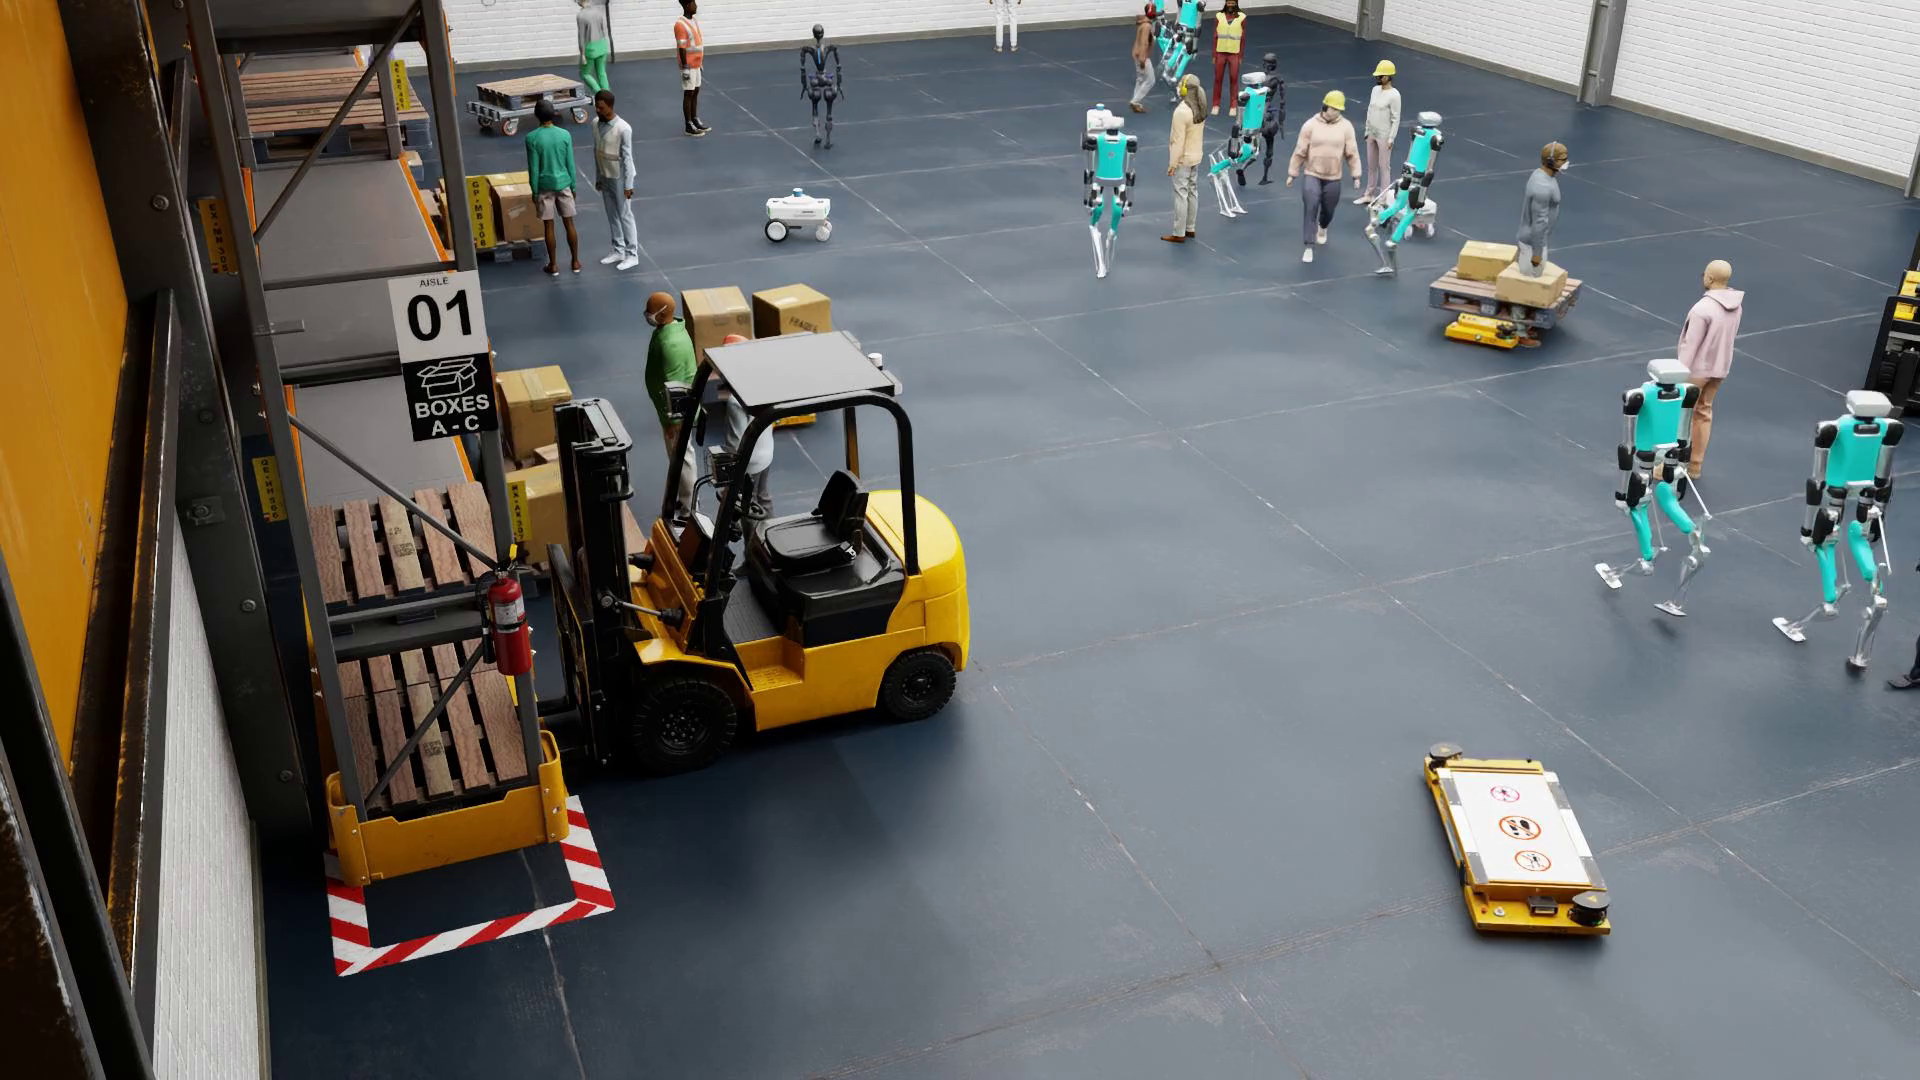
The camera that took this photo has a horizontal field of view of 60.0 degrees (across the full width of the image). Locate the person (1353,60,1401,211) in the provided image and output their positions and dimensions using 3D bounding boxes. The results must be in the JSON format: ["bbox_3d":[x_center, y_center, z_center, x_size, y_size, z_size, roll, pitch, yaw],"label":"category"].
[{"bbox_3d":[5.038,-4.864,19.995,0.314,1.767,0.534,-11,29,-21],"label":"person"}]

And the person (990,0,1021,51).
[{"bbox_3d":[0.800,-9.561,29.210,0.576,1.881,0.347,-2,27,-5],"label":"person"}]

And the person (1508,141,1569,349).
[{"bbox_3d":[5.434,-2.795,15.690,0.369,1.938,0.628,7,28,14],"label":"person"}]

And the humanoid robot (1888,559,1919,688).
[{"bbox_3d":[6.080,0.140,10.153,0.547,1.642,0.586,-1,27,-2],"label":"humanoid robot"}]

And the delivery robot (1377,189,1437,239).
[{"bbox_3d":[5.216,-3.833,19.315,0.499,0.614,0.798,-5,27,-10],"label":"delivery robot"}]

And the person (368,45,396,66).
[{"bbox_3d":[-9.022,-7.677,25.547,0.928,1.797,0.595,-4,27,-8],"label":"person"}]

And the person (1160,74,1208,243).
[{"bbox_3d":[2.553,-4.292,18.739,0.409,1.877,0.554,19,32,32],"label":"person"}]

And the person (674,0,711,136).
[{"bbox_3d":[-3.788,-6.721,23.468,0.364,1.966,0.608,5,27,10],"label":"person"}]

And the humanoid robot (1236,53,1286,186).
[{"bbox_3d":[3.783,-5.276,20.927,0.604,1.635,0.583,24,35,39],"label":"humanoid robot"}]

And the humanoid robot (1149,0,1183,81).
[{"bbox_3d":[3.269,-8.096,26.460,0.921,1.768,0.546,12,29,22],"label":"humanoid robot"}]

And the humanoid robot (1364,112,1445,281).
[{"bbox_3d":[4.604,-3.561,17.520,0.780,1.832,0.530,-6,27,-12],"label":"humanoid robot"}]

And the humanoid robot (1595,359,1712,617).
[{"bbox_3d":[4.651,-0.267,10.909,0.533,1.748,1.013,-7,28,-14],"label":"humanoid robot"}]

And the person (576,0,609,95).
[{"bbox_3d":[-5.482,-7.325,24.809,0.433,1.834,0.560,21,33,35],"label":"person"}]

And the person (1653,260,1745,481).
[{"bbox_3d":[5.749,-1.290,12.880,0.541,1.774,0.419,-15,30,-27],"label":"person"}]

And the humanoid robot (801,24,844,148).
[{"bbox_3d":[-1.894,-6.222,22.783,0.602,1.650,0.361,0,27,-1],"label":"humanoid robot"}]

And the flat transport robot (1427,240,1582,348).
[{"bbox_3d":[5.349,-2.231,16.425,0.659,0.231,1.431,17,31,30],"label":"flat transport robot"}]

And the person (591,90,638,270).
[{"bbox_3d":[-3.706,-3.888,17.897,0.586,1.911,0.401,22,34,37],"label":"person"}]

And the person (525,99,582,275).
[{"bbox_3d":[-4.310,-3.731,17.651,0.509,1.847,0.382,-12,29,-22],"label":"person"}]

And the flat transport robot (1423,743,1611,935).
[{"bbox_3d":[2.939,1.571,8.863,0.659,0.231,1.431,2,27,3],"label":"flat transport robot"}]

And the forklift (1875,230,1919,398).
[{"bbox_3d":[9.029,-2.397,14.618,1.214,2.155,2.313,18,32,32],"label":"forklift"}]

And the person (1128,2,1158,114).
[{"bbox_3d":[2.731,-7.125,24.632,0.375,1.635,0.506,0,27,0],"label":"person"}]

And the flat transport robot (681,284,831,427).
[{"bbox_3d":[-1.747,-1.339,14.650,0.659,0.231,1.431,-7,28,-14],"label":"flat transport robot"}]

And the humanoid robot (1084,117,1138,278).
[{"bbox_3d":[1.570,-3.566,17.584,0.540,1.905,0.713,2,27,4],"label":"humanoid robot"}]

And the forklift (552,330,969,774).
[{"bbox_3d":[-1.094,0.010,9.831,2.313,2.155,1.214,-10,28,-20],"label":"forklift"}]

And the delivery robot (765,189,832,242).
[{"bbox_3d":[-1.867,-3.720,19.085,0.813,0.609,0.499,1,27,1],"label":"delivery robot"}]

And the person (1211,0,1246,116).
[{"bbox_3d":[3.971,-7.198,24.643,0.470,1.765,0.365,7,27,13],"label":"person"}]

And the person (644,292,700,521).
[{"bbox_3d":[-2.102,-0.967,12.236,0.385,1.780,0.550,-4,27,-8],"label":"person"}]

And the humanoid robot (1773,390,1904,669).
[{"bbox_3d":[5.590,0.015,10.343,0.534,1.767,0.925,-2,27,-3],"label":"humanoid robot"}]

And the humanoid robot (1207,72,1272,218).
[{"bbox_3d":[3.196,-4.646,19.446,0.533,1.677,0.735,-23,34,-37],"label":"humanoid robot"}]

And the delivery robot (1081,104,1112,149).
[{"bbox_3d":[1.933,-5.717,23.053,0.499,0.605,0.781,1,27,3],"label":"delivery robot"}]

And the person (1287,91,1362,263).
[{"bbox_3d":[4.004,-4.031,18.273,0.795,1.830,0.814,4,27,8],"label":"person"}]

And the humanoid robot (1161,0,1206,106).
[{"bbox_3d":[3.286,-7.418,25.132,0.671,1.818,0.533,-19,32,-33],"label":"humanoid robot"}]

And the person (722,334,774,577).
[{"bbox_3d":[-1.478,-0.584,11.514,0.351,1.738,0.572,7,28,14],"label":"person"}]
